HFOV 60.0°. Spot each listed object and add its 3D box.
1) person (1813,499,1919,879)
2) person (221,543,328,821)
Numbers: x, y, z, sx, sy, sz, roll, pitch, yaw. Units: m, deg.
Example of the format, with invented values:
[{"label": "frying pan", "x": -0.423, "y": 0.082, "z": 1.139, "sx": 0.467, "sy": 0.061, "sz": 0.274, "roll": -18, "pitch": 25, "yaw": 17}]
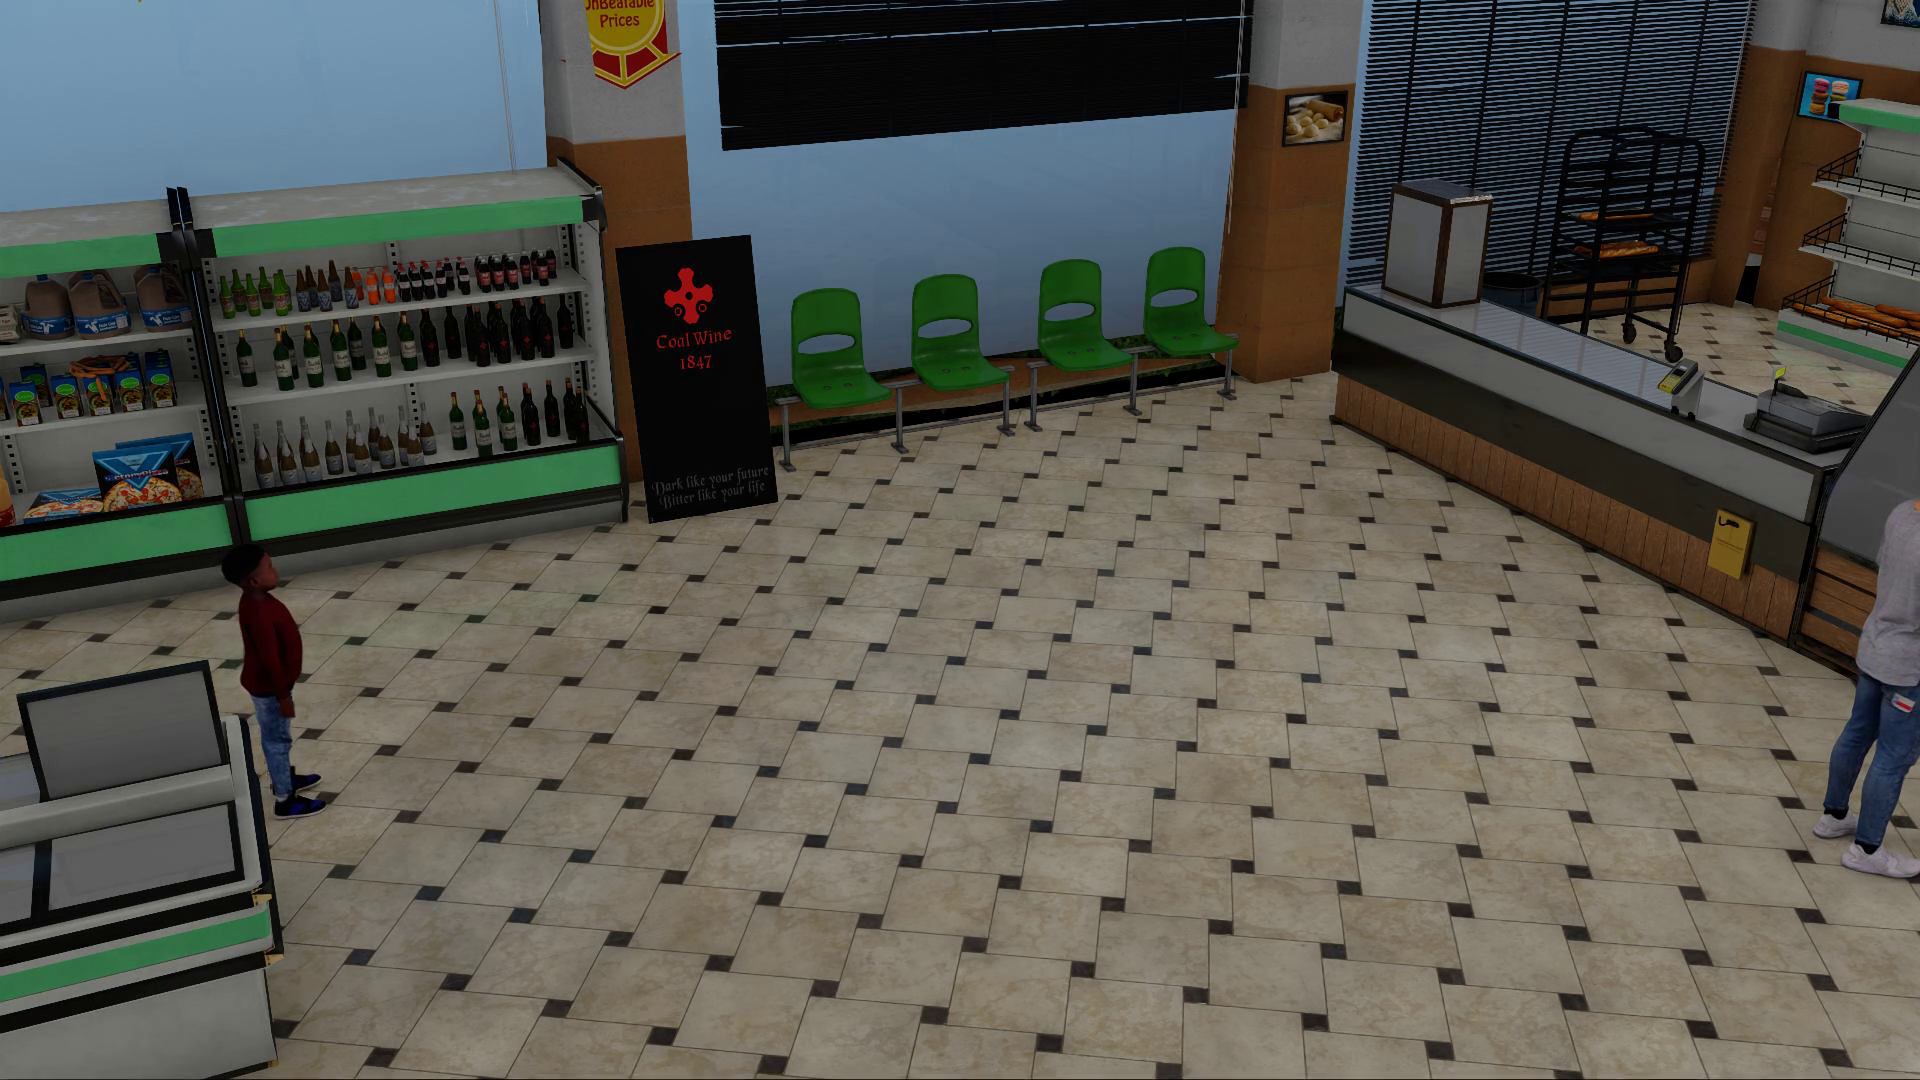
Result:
[{"label": "person", "x": 3.828, "y": 0.453, "z": 6.736, "sx": 0.722, "sy": 1.887, "sz": 0.751, "roll": 0, "pitch": 24, "yaw": 0}, {"label": "person", "x": -2.992, "y": 0.605, "z": 7.176, "sx": 0.479, "sy": 1.255, "sz": 0.502, "roll": -11, "pitch": 26, "yaw": -24}]
